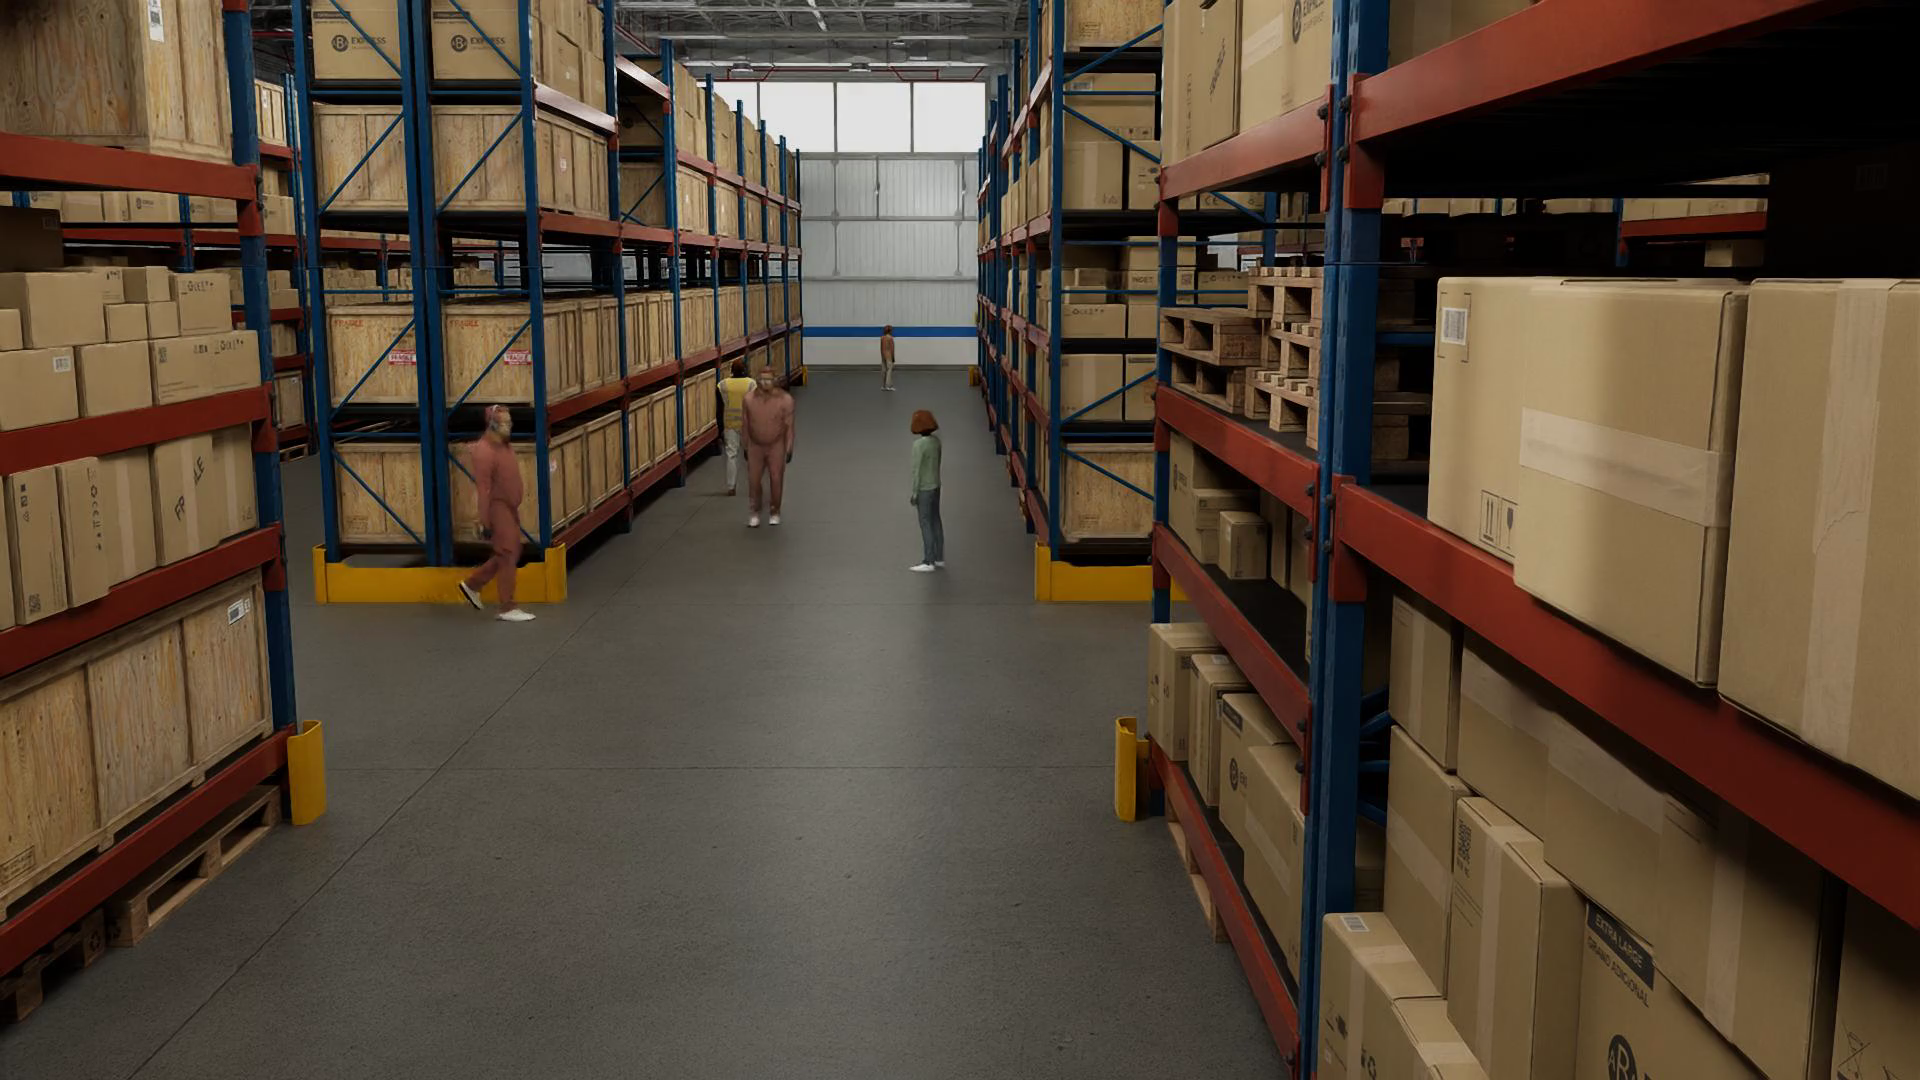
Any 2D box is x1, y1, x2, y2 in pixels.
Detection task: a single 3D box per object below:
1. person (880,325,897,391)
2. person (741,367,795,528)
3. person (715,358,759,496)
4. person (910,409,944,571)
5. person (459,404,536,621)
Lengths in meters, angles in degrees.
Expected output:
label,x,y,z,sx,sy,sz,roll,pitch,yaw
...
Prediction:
label,x,y,z,sx,sy,sz,roll,pitch,yaw
person,-1.800,-4.530,41.429,0.310,1.639,0.514,-7,12,-37
person,-2.268,-1.067,19.444,0.664,1.870,0.886,1,9,5
person,-2.948,-1.507,22.275,0.624,1.845,0.430,0,9,-2
person,-0.336,-0.501,16.741,0.266,1.631,0.507,4,10,25
person,-4.007,-0.235,14.317,0.598,1.887,0.662,0,9,-2
